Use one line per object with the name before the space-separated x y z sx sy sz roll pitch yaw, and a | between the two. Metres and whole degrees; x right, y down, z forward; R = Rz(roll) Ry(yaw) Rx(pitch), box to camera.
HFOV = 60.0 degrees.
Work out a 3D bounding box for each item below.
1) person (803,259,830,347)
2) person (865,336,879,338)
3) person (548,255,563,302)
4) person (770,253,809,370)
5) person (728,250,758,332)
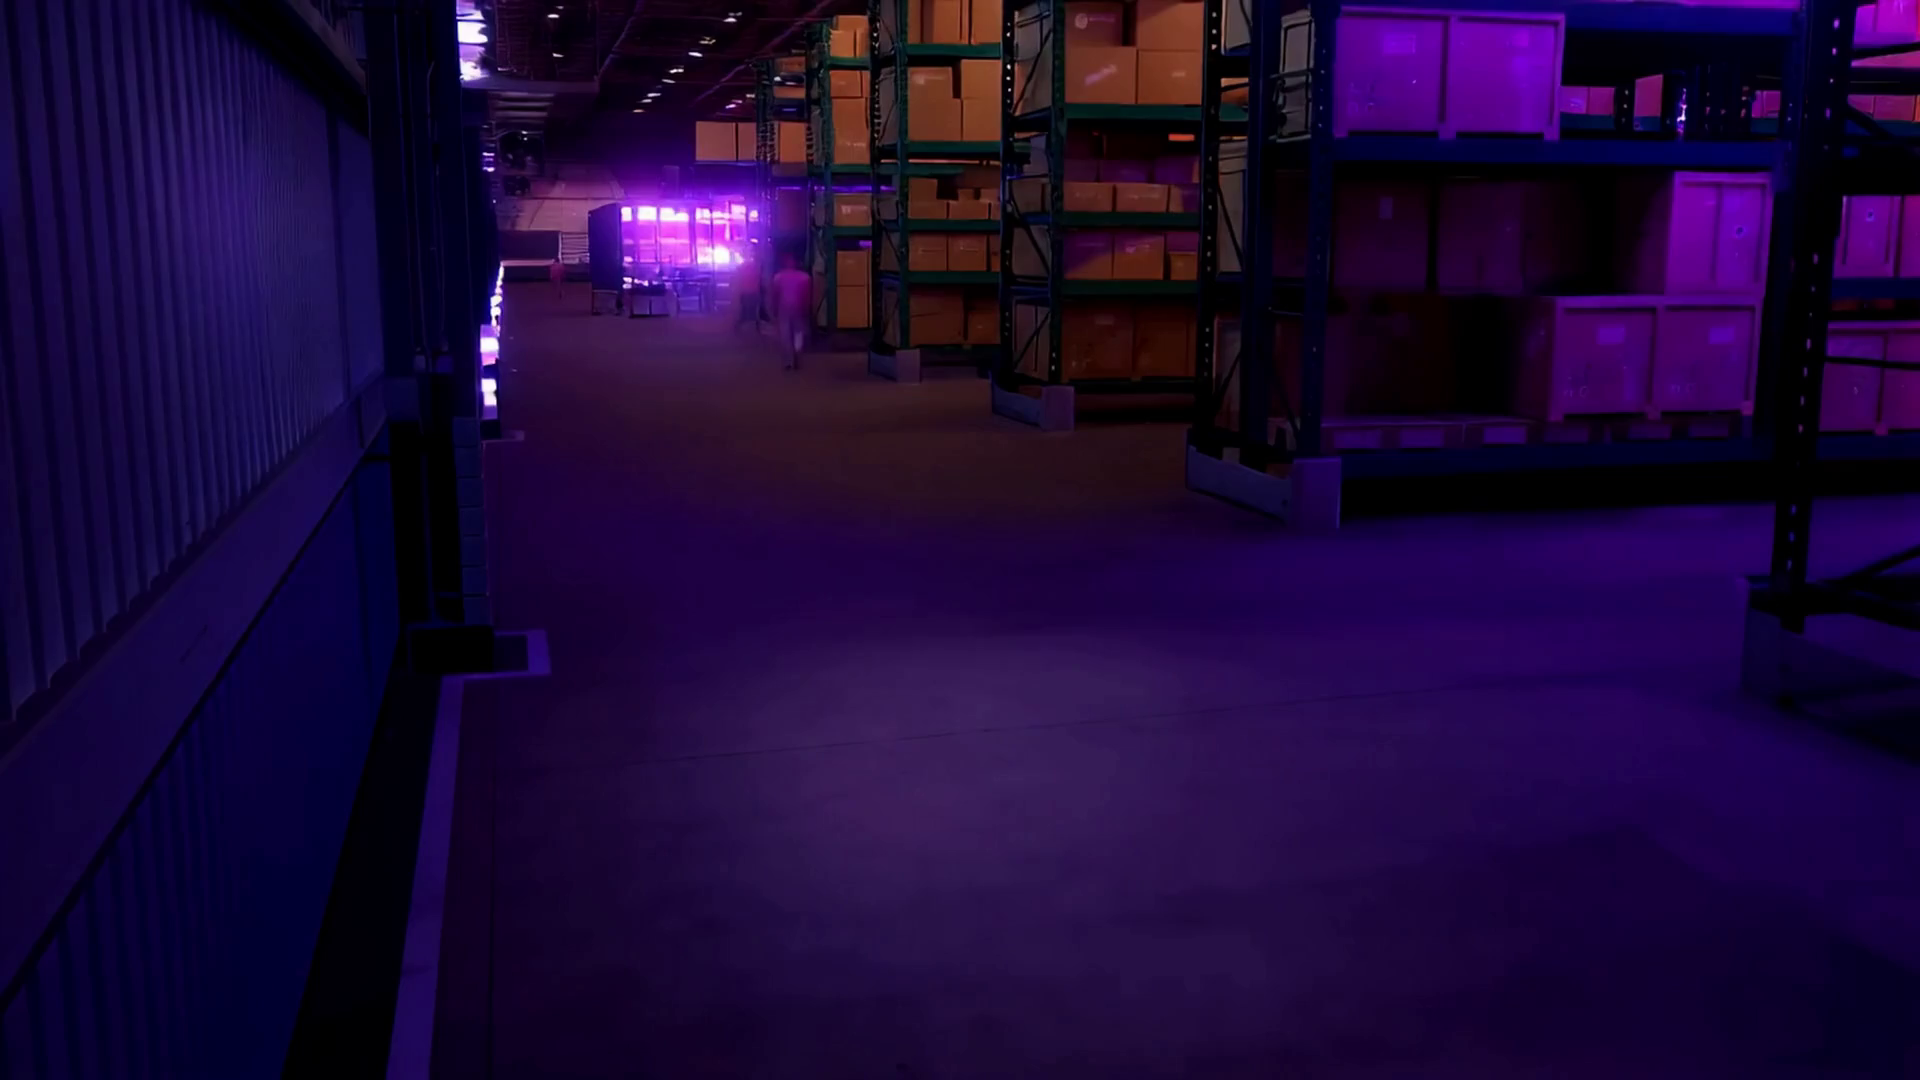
person | -2.914 -4.786 33.596 0.841 1.792 0.606 -9 14 -43
person | -1.818 -5.397 36.627 0.492 1.934 0.612 -2 10 -9
person | -14.711 -9.506 60.506 0.567 1.710 0.756 -5 11 -27
person | -2.784 -3.735 27.246 0.632 1.926 0.561 -1 10 -8
person | -5.190 -5.935 39.626 1.020 1.936 0.631 -9 13 -41
